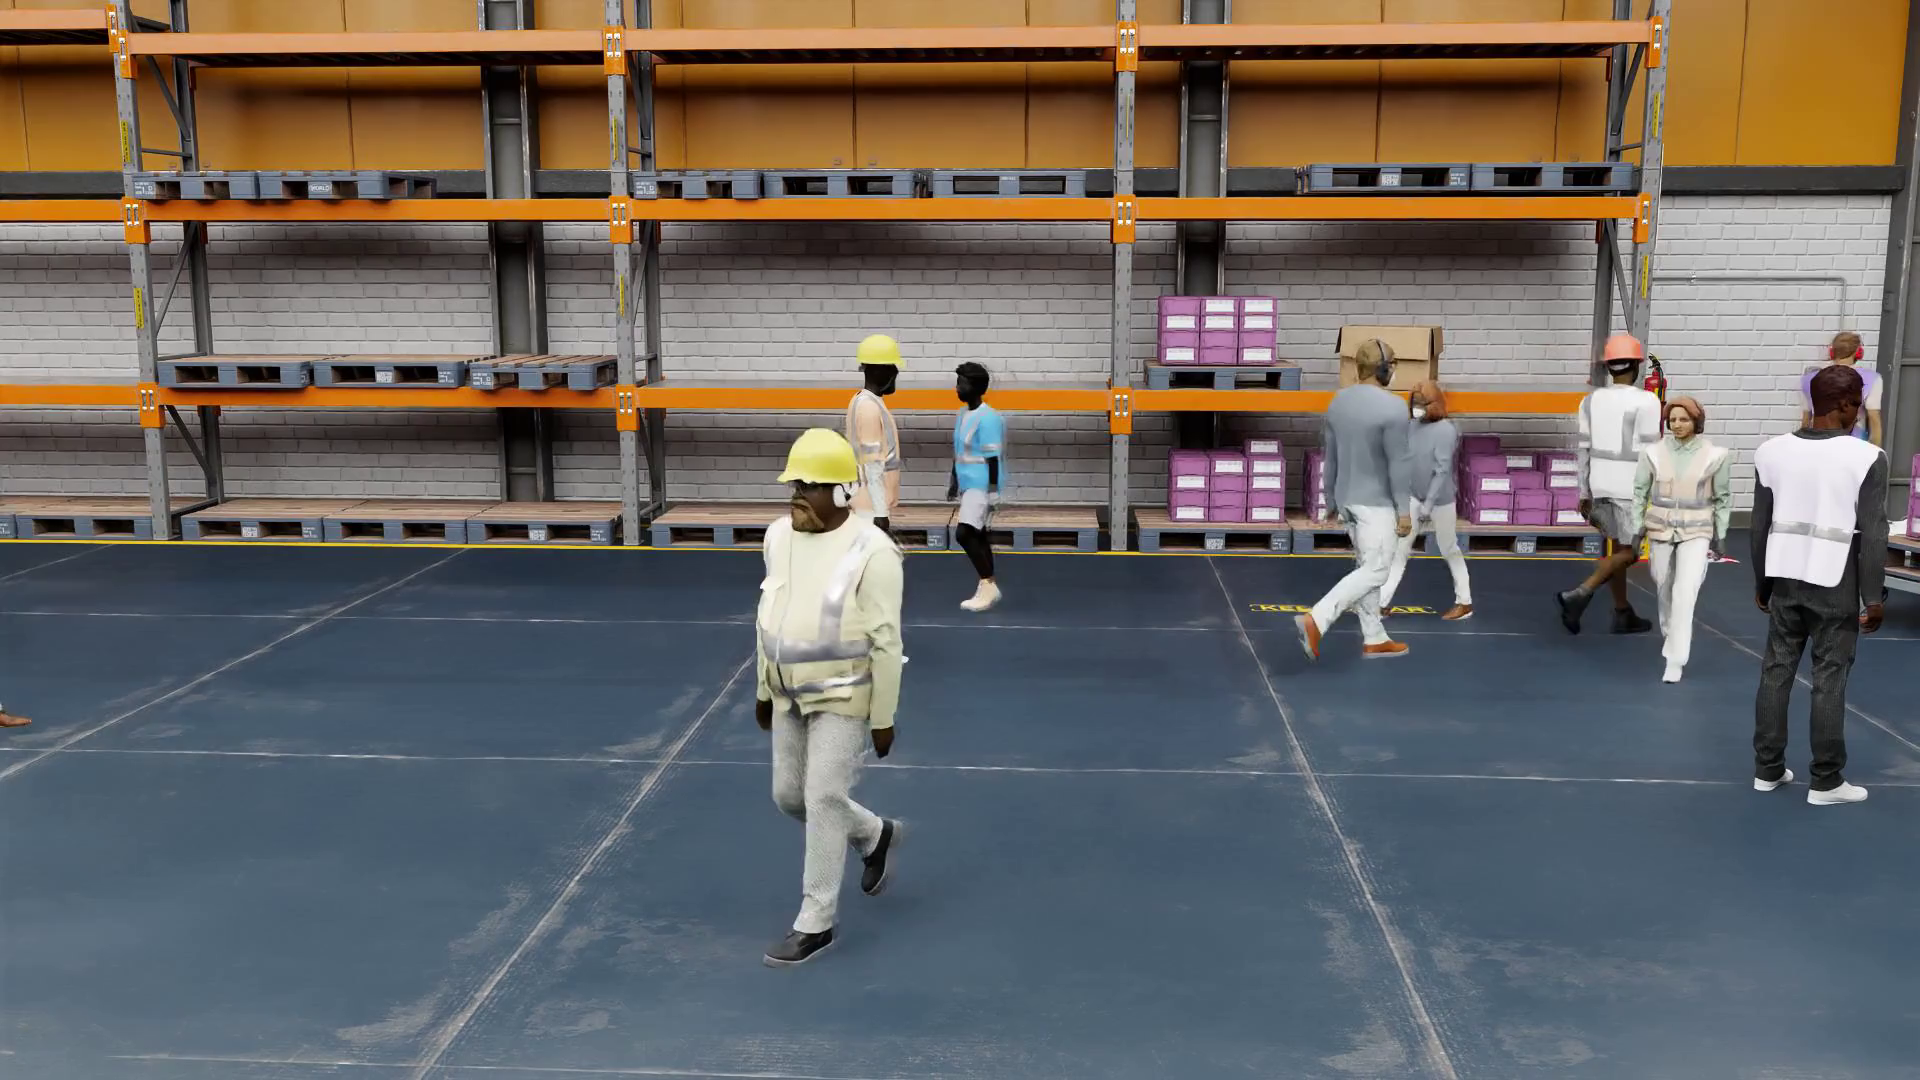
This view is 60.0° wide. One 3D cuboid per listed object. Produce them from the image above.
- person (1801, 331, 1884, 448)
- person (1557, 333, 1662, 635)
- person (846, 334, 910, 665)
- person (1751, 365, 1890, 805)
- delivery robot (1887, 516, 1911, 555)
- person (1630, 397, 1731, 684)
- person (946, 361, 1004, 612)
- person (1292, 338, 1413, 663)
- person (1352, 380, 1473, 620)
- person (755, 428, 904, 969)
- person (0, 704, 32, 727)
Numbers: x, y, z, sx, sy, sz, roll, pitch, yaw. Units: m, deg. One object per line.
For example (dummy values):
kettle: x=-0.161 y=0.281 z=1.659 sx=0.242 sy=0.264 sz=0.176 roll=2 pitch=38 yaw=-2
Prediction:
person: x=6.581 y=-0.641 z=12.419 sx=0.518 sy=1.821 sz=0.605 roll=-9 pitch=13 yaw=-43
person: x=4.039 y=-0.321 z=10.319 sx=0.779 sy=1.907 sz=0.563 roll=-5 pitch=11 yaw=-27
person: x=-0.490 y=-0.237 z=9.757 sx=0.360 sy=1.929 sz=0.587 roll=-1 pitch=10 yaw=-7
person: x=3.731 y=0.196 z=7.266 sx=0.390 sy=1.914 sz=0.587 roll=-6 pitch=12 yaw=-33
delivery robot: x=6.931 y=0.016 z=12.017 sx=0.477 sy=0.478 sz=0.707 roll=-5 pitch=11 yaw=-27
person: x=4.145 y=-0.040 z=9.583 sx=0.515 sy=1.597 sz=0.870 roll=6 pitch=12 yaw=33
person: x=0.097 y=-0.347 z=11.112 sx=0.384 sy=1.682 sz=0.543 roll=-3 pitch=10 yaw=-16
person: x=2.301 y=-0.208 z=9.638 sx=0.828 sy=1.919 sz=0.632 roll=-4 pitch=10 yaw=-21
person: x=3.024 y=-0.244 z=10.790 sx=0.843 sy=1.586 sz=0.504 roll=-4 pitch=11 yaw=-25
person: x=-0.432 y=0.508 z=5.721 sx=0.603 sy=1.816 sz=0.674 roll=9 pitch=13 yaw=42
person: x=-5.025 y=0.172 z=8.273 sx=0.528 sy=1.616 sz=0.498 roll=-2 pitch=10 yaw=-14
